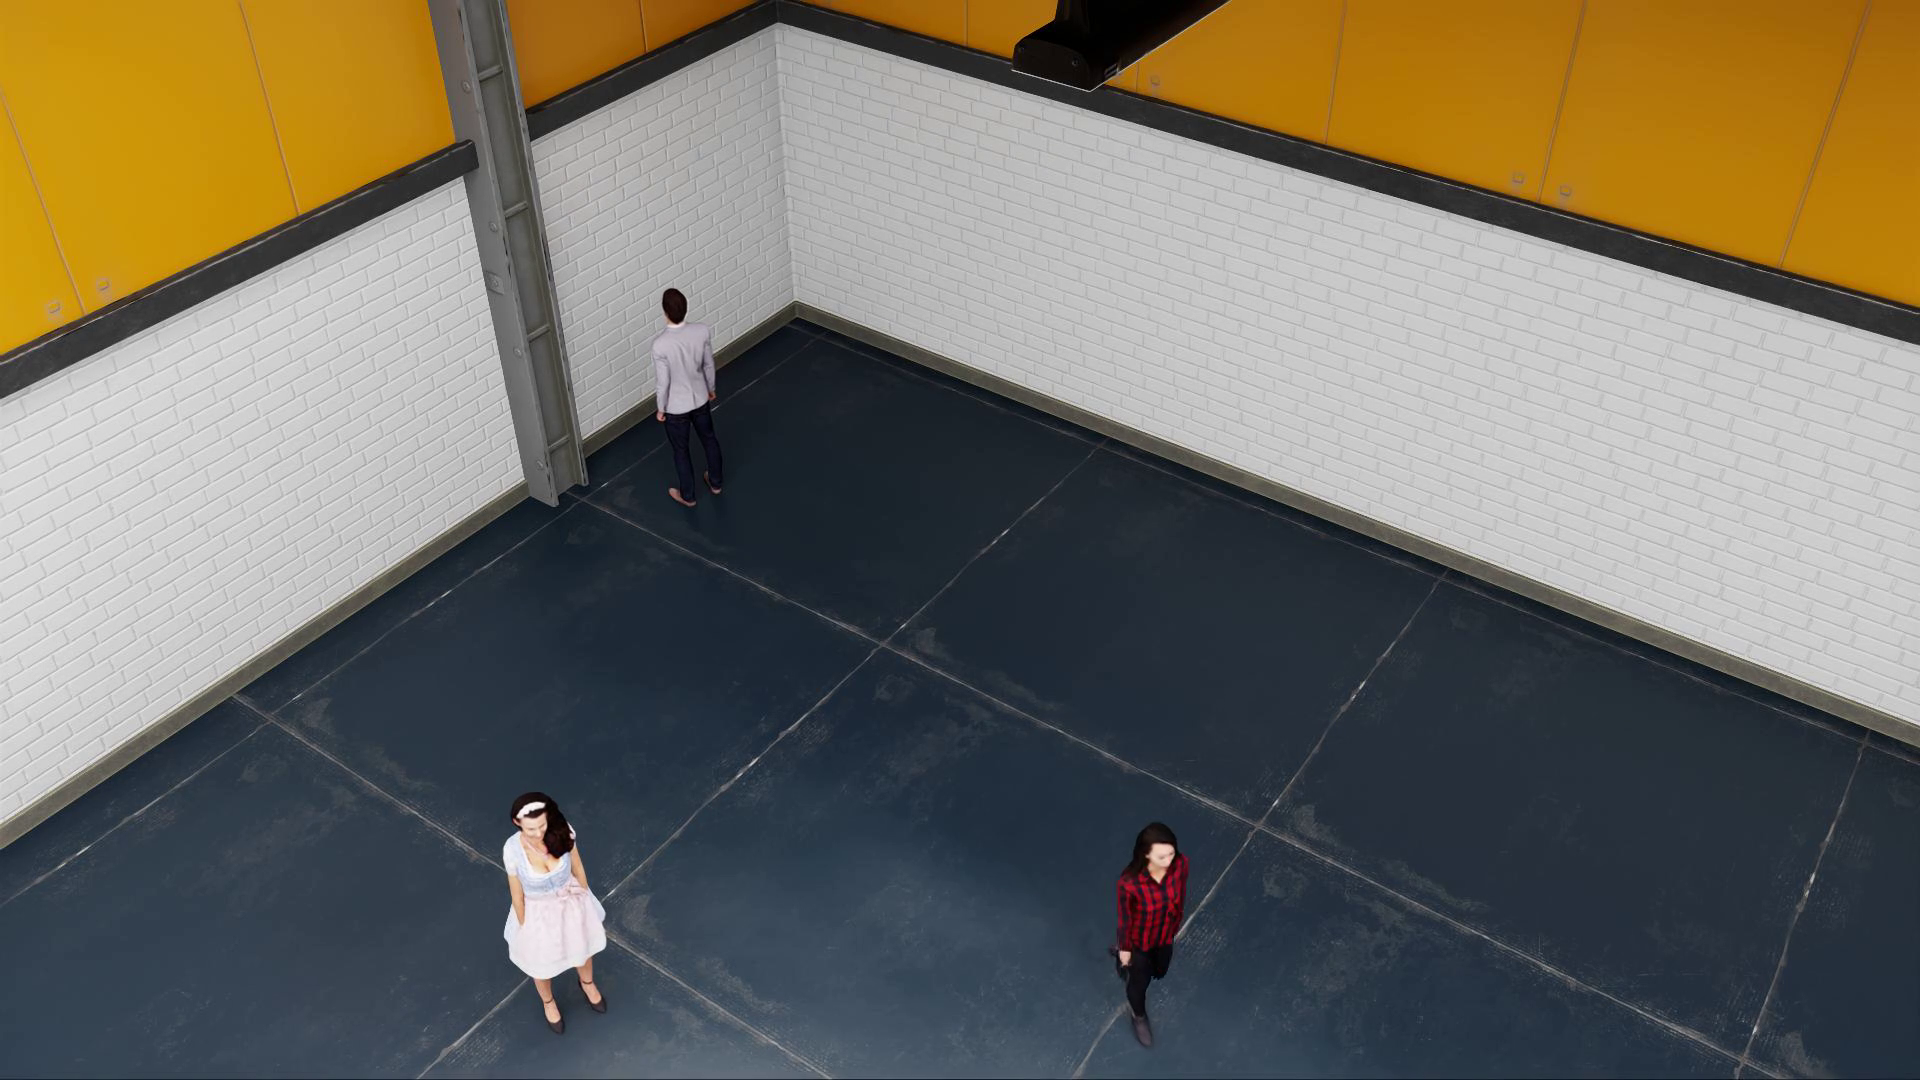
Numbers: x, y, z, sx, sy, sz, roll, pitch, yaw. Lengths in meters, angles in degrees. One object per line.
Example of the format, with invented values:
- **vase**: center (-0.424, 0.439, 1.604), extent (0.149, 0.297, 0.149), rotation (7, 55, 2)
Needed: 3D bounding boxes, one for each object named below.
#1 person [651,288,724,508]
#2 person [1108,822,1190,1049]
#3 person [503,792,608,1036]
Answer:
- **person**: center (-2.106, -1.092, 12.763), extent (0.596, 1.851, 0.797), rotation (-28, 46, -30)
- **person**: center (0.961, 2.057, 8.985), extent (0.833, 1.644, 0.845), rotation (-17, 42, -20)
- **person**: center (-2.189, 1.993, 8.931), extent (0.800, 1.812, 0.891), rotation (-21, 43, -24)
